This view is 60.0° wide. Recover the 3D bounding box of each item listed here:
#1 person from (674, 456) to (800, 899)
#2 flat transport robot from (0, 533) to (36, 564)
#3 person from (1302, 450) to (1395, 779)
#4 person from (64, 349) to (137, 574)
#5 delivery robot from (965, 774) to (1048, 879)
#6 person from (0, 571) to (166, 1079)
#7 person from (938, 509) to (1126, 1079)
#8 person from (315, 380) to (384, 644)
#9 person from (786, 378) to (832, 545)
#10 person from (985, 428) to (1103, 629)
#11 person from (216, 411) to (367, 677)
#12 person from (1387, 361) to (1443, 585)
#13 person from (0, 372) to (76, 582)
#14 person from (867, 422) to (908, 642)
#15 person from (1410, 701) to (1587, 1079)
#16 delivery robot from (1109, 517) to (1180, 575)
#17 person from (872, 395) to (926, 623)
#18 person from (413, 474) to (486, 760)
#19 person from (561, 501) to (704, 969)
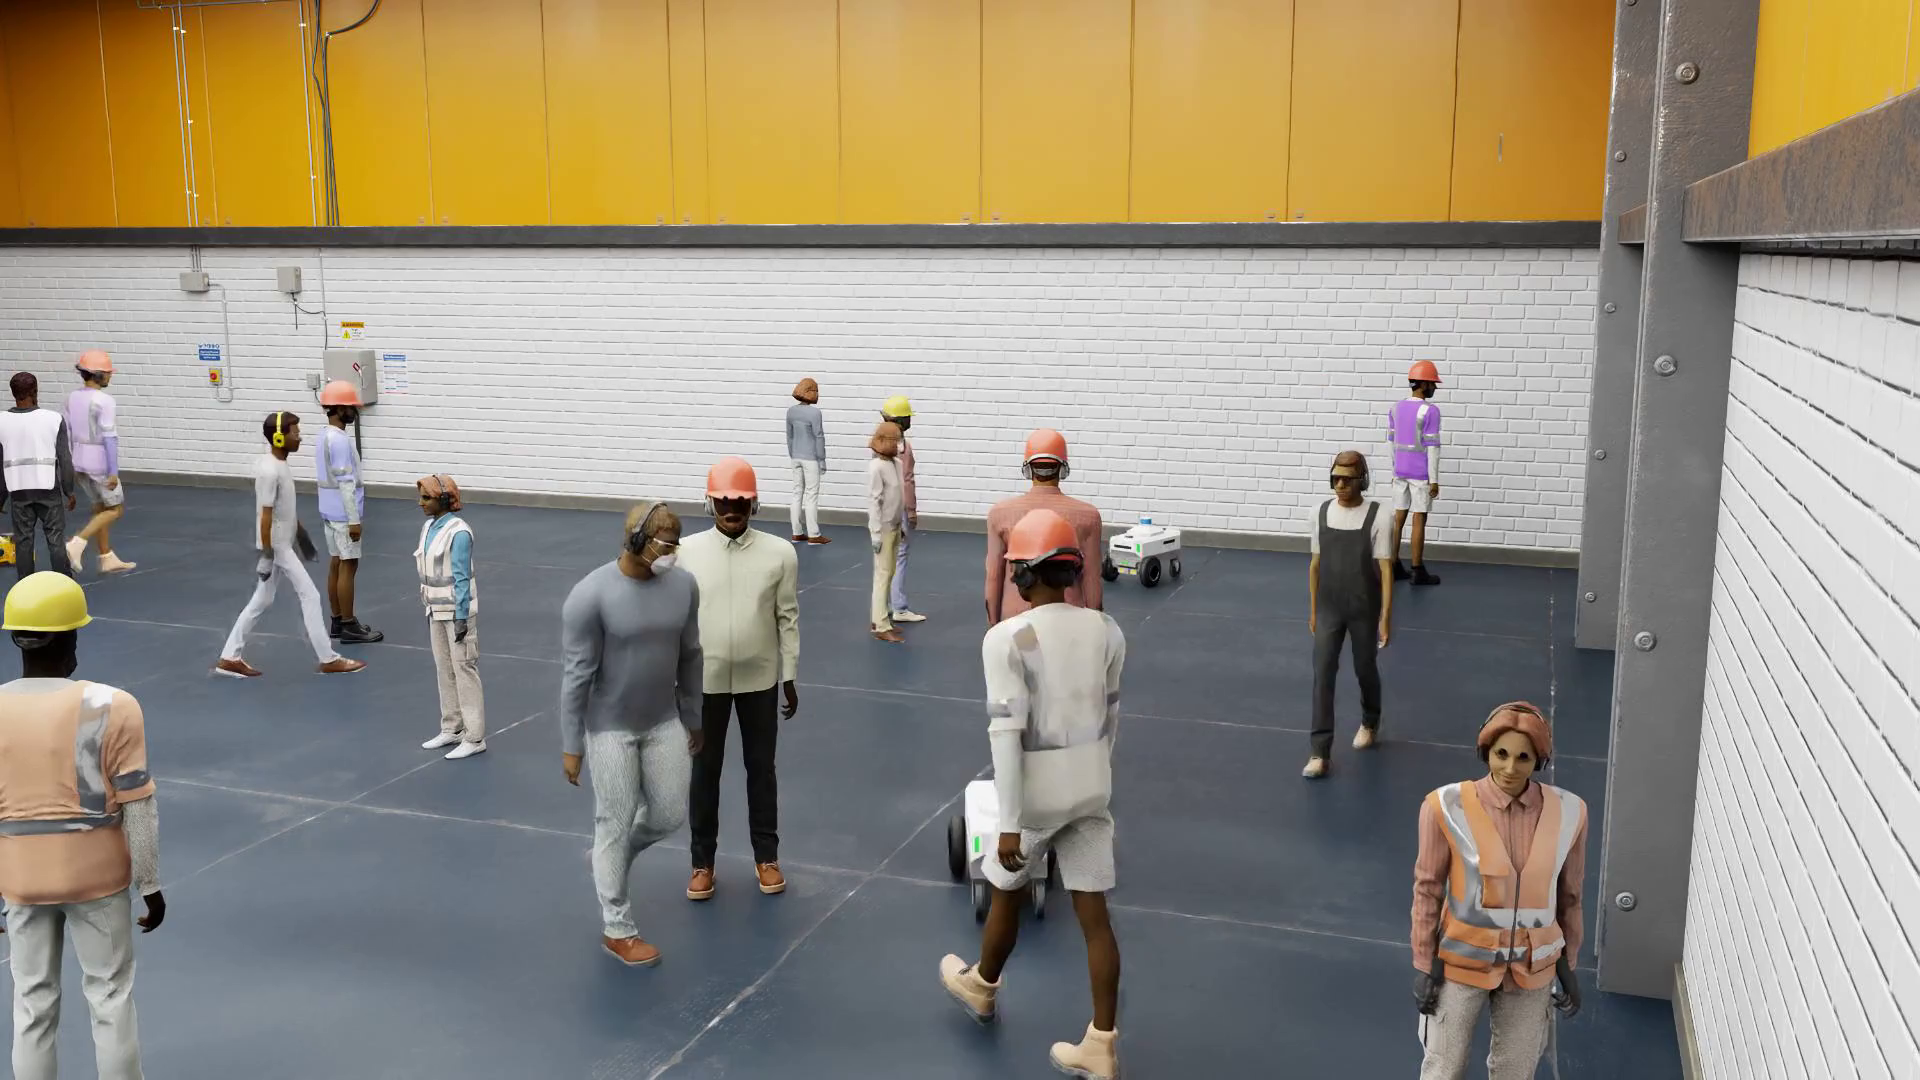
[{"bbox_3d":[-1.019,0.615,7.480,0.612,1.997,0.376,-2,10,-12],"label":"person"},{"bbox_3d":[-9.240,0.137,15.032,1.431,0.197,0.652,-9,13,-41],"label":"flat transport robot"},{"bbox_3d":[2.206,0.379,9.350,0.532,1.810,0.926,6,12,31],"label":"person"},{"bbox_3d":[-7.631,-0.653,14.574,0.606,2.023,0.678,6,11,29],"label":"person"},{"bbox_3d":[0.203,1.287,7.491,0.477,0.478,0.707,0,10,-2],"label":"delivery robot"},{"bbox_3d":[-2.808,1.050,5.227,0.590,1.927,0.367,-1,10,-7],"label":"person"},{"bbox_3d":[0.273,0.884,5.984,0.631,1.987,1.027,-6,12,-32],"label":"person"},{"bbox_3d":[-4.527,-0.204,12.254,0.352,1.940,0.545,-7,12,-34],"label":"person"},{"bbox_3d":[-1.495,-0.770,16.304,0.497,1.633,0.278,9,14,43],"label":"person"},{"bbox_3d":[0.435,0.412,8.659,0.614,1.987,0.407,1,10,7],"label":"person"},{"bbox_3d":[-4.611,0.040,11.231,0.946,1.825,0.510,-4,11,-23],"label":"person"},{"bbox_3d":[3.946,-0.581,14.389,0.376,1.934,0.548,-6,12,-29],"label":"person"},{"bbox_3d":[-7.443,-0.389,13.373,0.586,1.914,0.390,-4,11,-19],"label":"person"},{"bbox_3d":[-0.543,-0.056,12.378,0.474,1.634,0.515,3,11,19],"label":"person"},{"bbox_3d":[1.558,1.262,4.850,0.513,1.637,0.313,-1,10,-3],"label":"person"},{"bbox_3d":[1.619,0.042,14.505,0.477,0.478,0.707,8,13,39],"label":"delivery robot"},{"bbox_3d":[-0.492,-0.243,12.961,0.317,1.769,0.522,-7,12,-33],"label":"person"},{"bbox_3d":[-2.930,0.432,9.550,0.310,1.631,0.508,-9,13,-41],"label":"person"},{"bbox_3d":[-1.387,0.767,6.878,0.676,1.910,0.602,-9,14,-42],"label":"person"}]
